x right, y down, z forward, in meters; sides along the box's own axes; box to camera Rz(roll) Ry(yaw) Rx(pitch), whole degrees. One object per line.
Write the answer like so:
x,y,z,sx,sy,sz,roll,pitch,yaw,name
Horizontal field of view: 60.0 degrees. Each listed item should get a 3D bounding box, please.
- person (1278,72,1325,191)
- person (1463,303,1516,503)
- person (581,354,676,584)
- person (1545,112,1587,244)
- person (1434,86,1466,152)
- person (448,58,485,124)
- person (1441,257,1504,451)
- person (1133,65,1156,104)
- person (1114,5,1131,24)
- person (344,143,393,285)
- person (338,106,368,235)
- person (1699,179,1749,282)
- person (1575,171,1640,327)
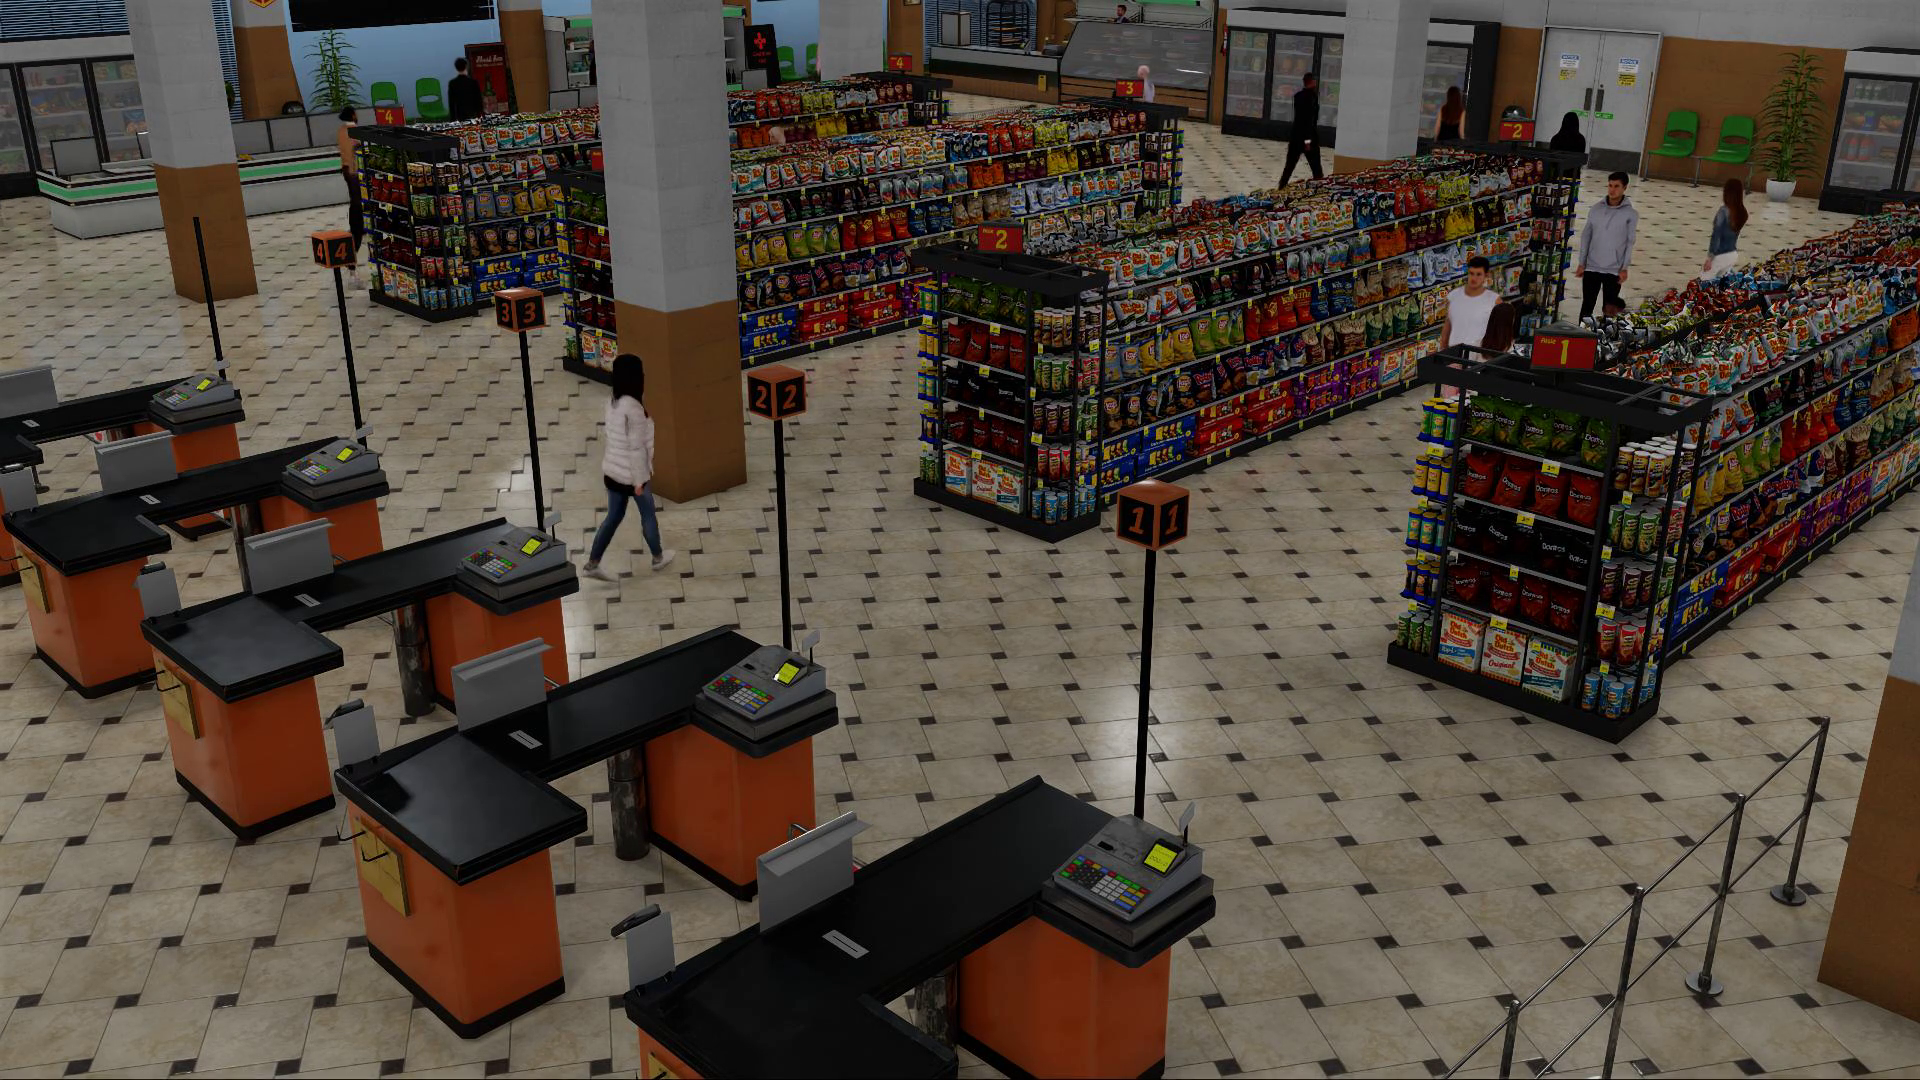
5.141,-6.103,25.298,1.353,1.848,1.026,-10,24,-23,person
4.103,-1.003,12.818,0.628,1.689,0.582,15,27,33,person
-2.377,-0.458,11.573,0.997,1.606,0.639,-18,28,-37,person
8.078,-4.836,22.265,0.721,1.758,0.824,-5,22,-12,person
7.342,-5.933,25.101,0.986,1.678,1.170,4,22,10,person
-8.099,-6.948,27.368,1.075,1.872,1.091,-3,22,-8,person
4.298,-1.506,13.961,0.748,1.770,1.007,15,26,32,person
3.022,-6.698,26.844,0.854,1.799,1.086,14,26,32,person
3.723,-11.420,38.504,0.580,1.868,0.631,-19,29,-39,person
-7.247,-3.882,20.041,0.988,1.645,1.237,7,23,16,person
-8.312,-5.011,22.723,0.730,1.741,0.711,13,25,29,person
8.177,-2.975,17.716,0.710,1.695,0.762,-14,26,-32,person
6.581,-2.802,16.970,0.732,1.931,0.685,13,25,29,person
